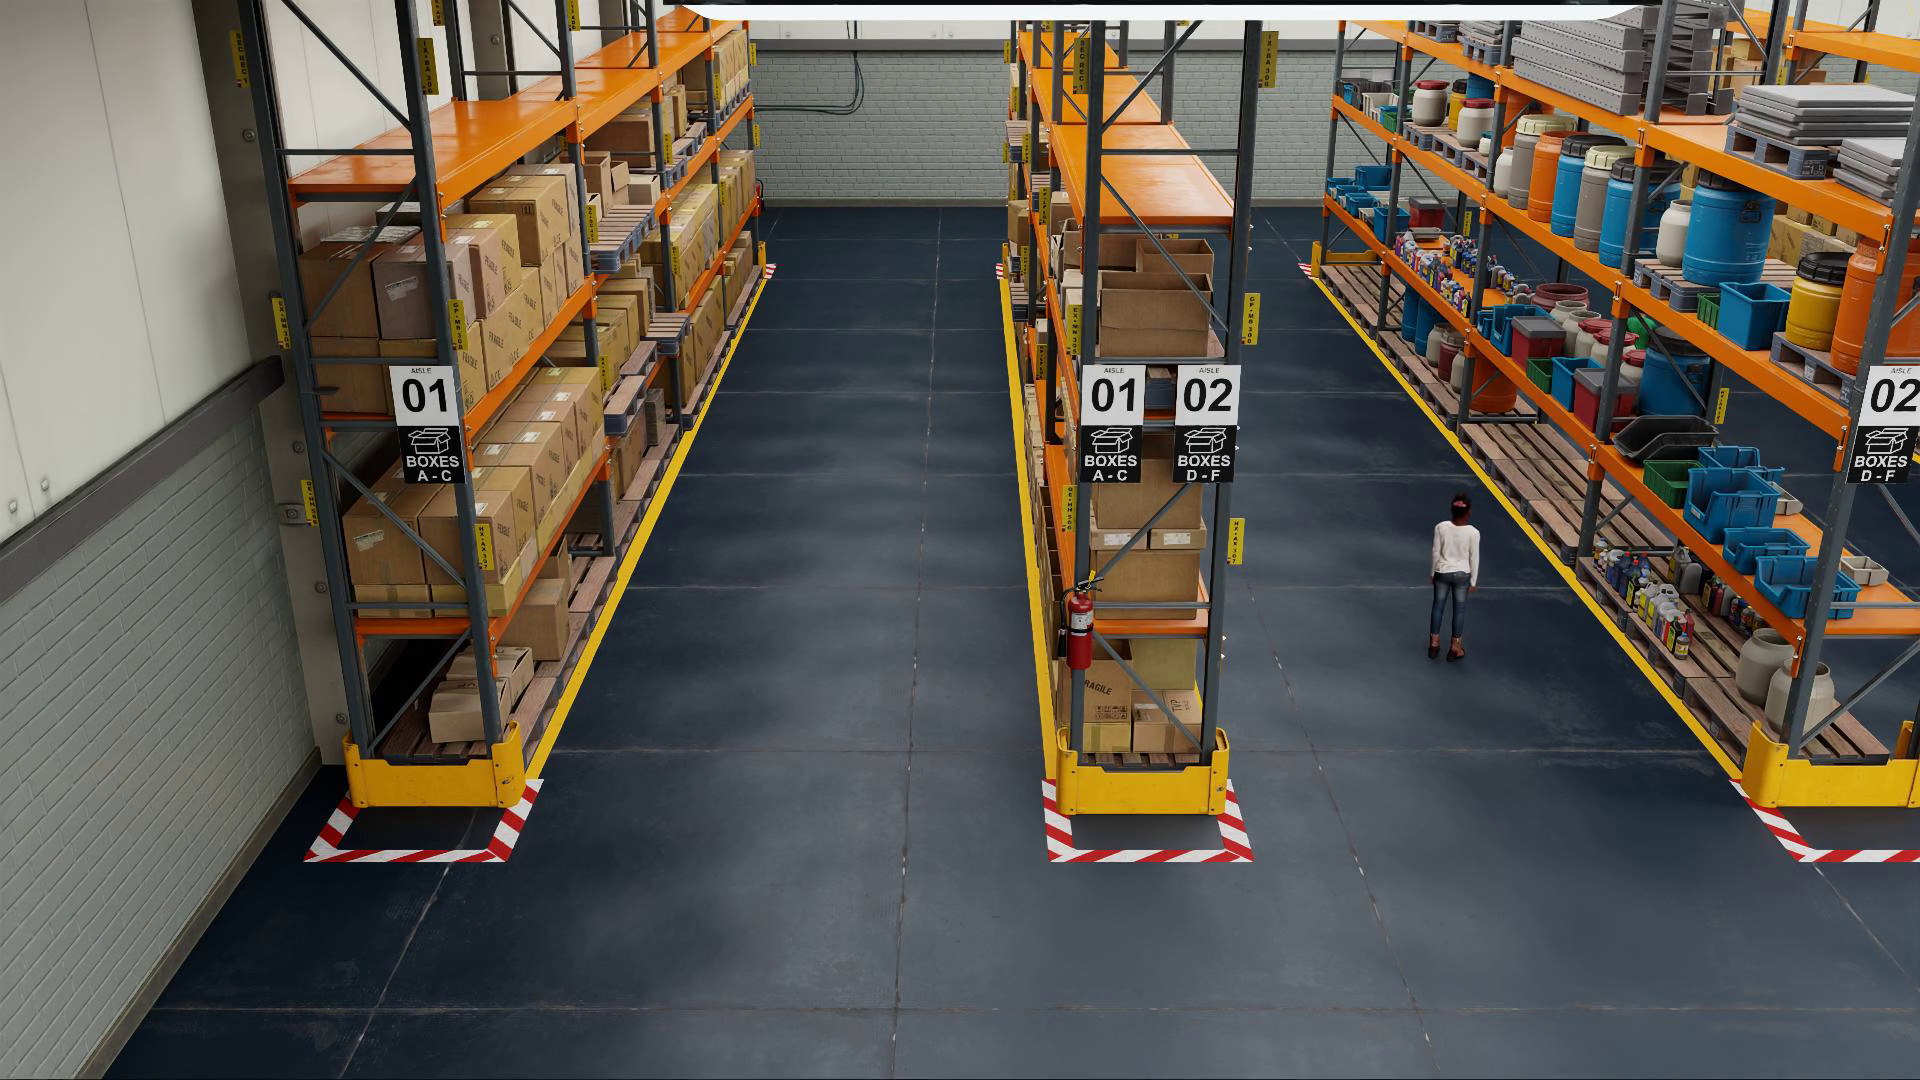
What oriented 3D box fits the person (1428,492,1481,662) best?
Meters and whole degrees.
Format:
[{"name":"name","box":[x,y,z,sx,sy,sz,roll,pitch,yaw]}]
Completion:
[{"name":"person","box":[4.021,0.281,13.575,0.599,1.462,0.612,12,25,26]}]
